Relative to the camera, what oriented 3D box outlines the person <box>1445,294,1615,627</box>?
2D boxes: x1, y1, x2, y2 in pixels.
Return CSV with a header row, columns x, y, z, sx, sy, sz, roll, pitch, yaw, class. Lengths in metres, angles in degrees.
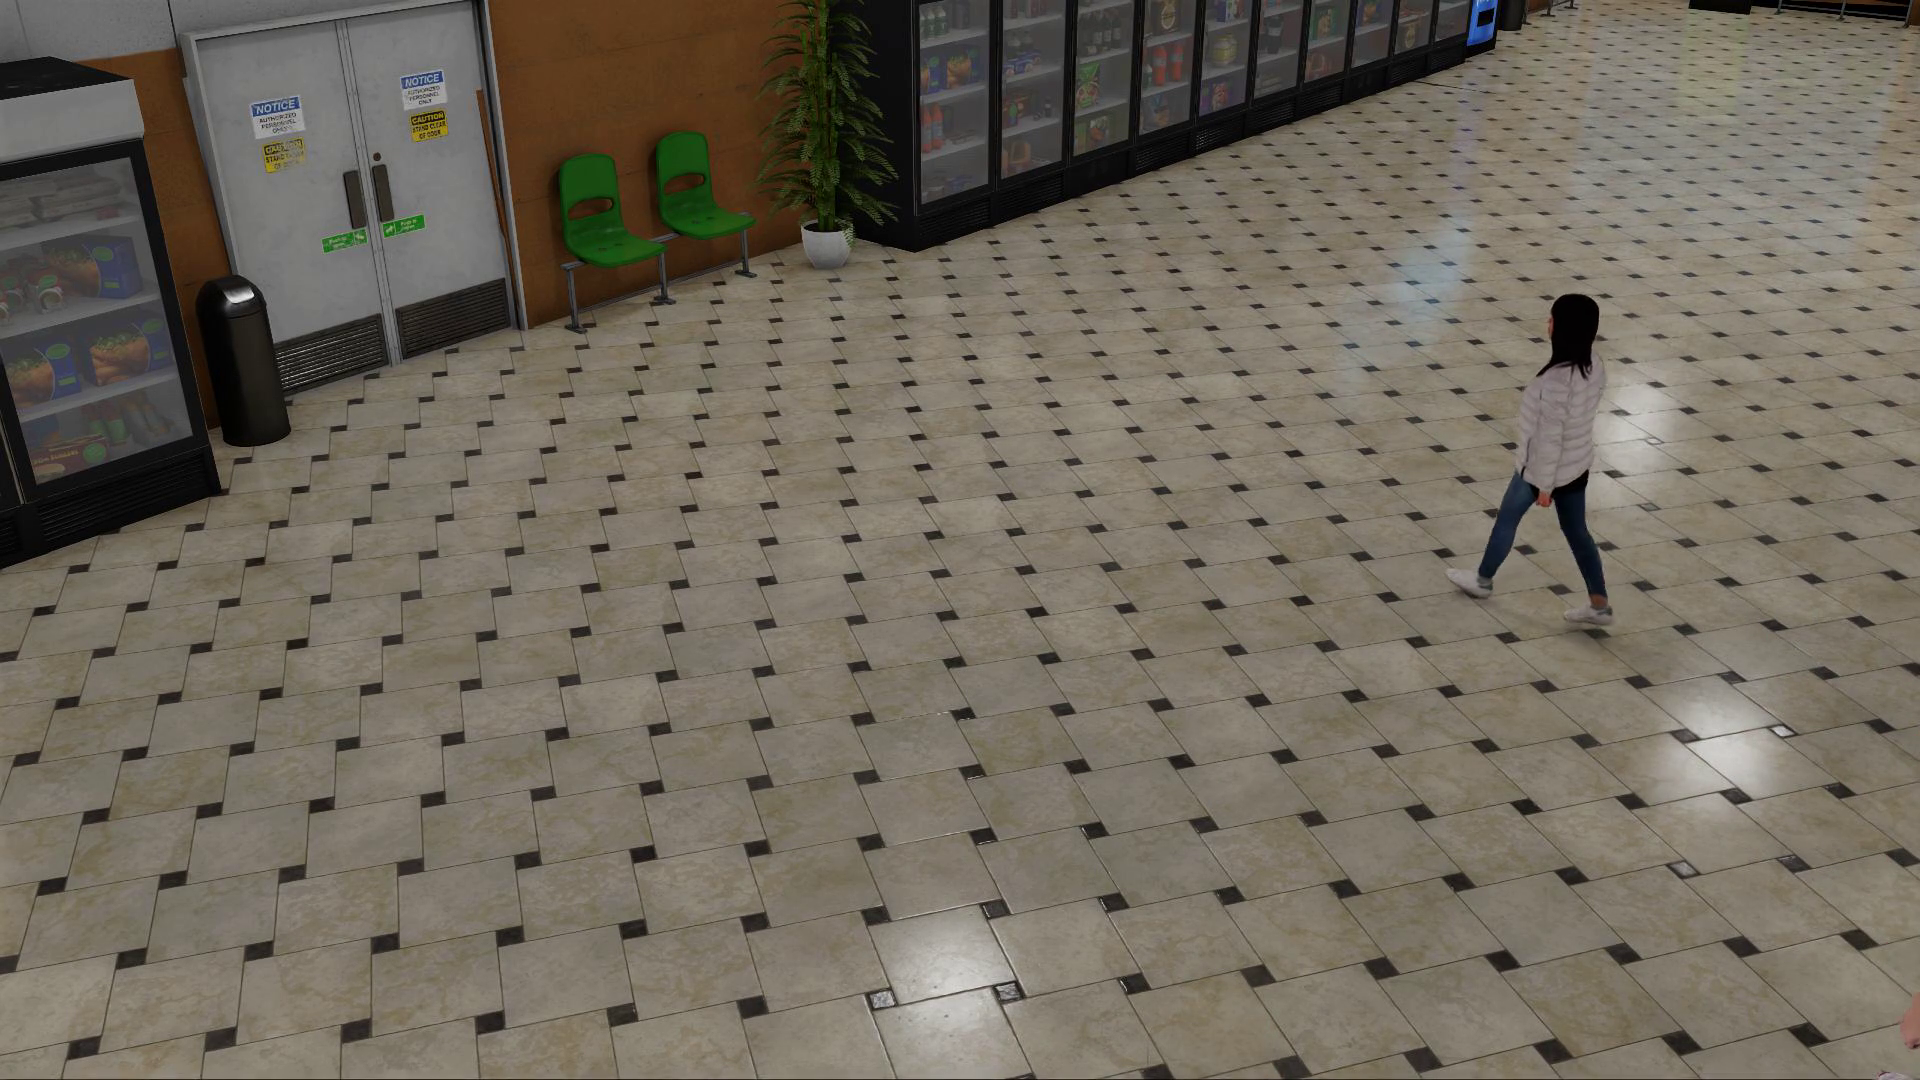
x,y,z,sx,sy,sz,roll,pitch,yaw,class
2.846,-0.328,7.737,0.750,1.602,1.120,-21,33,-35,person
